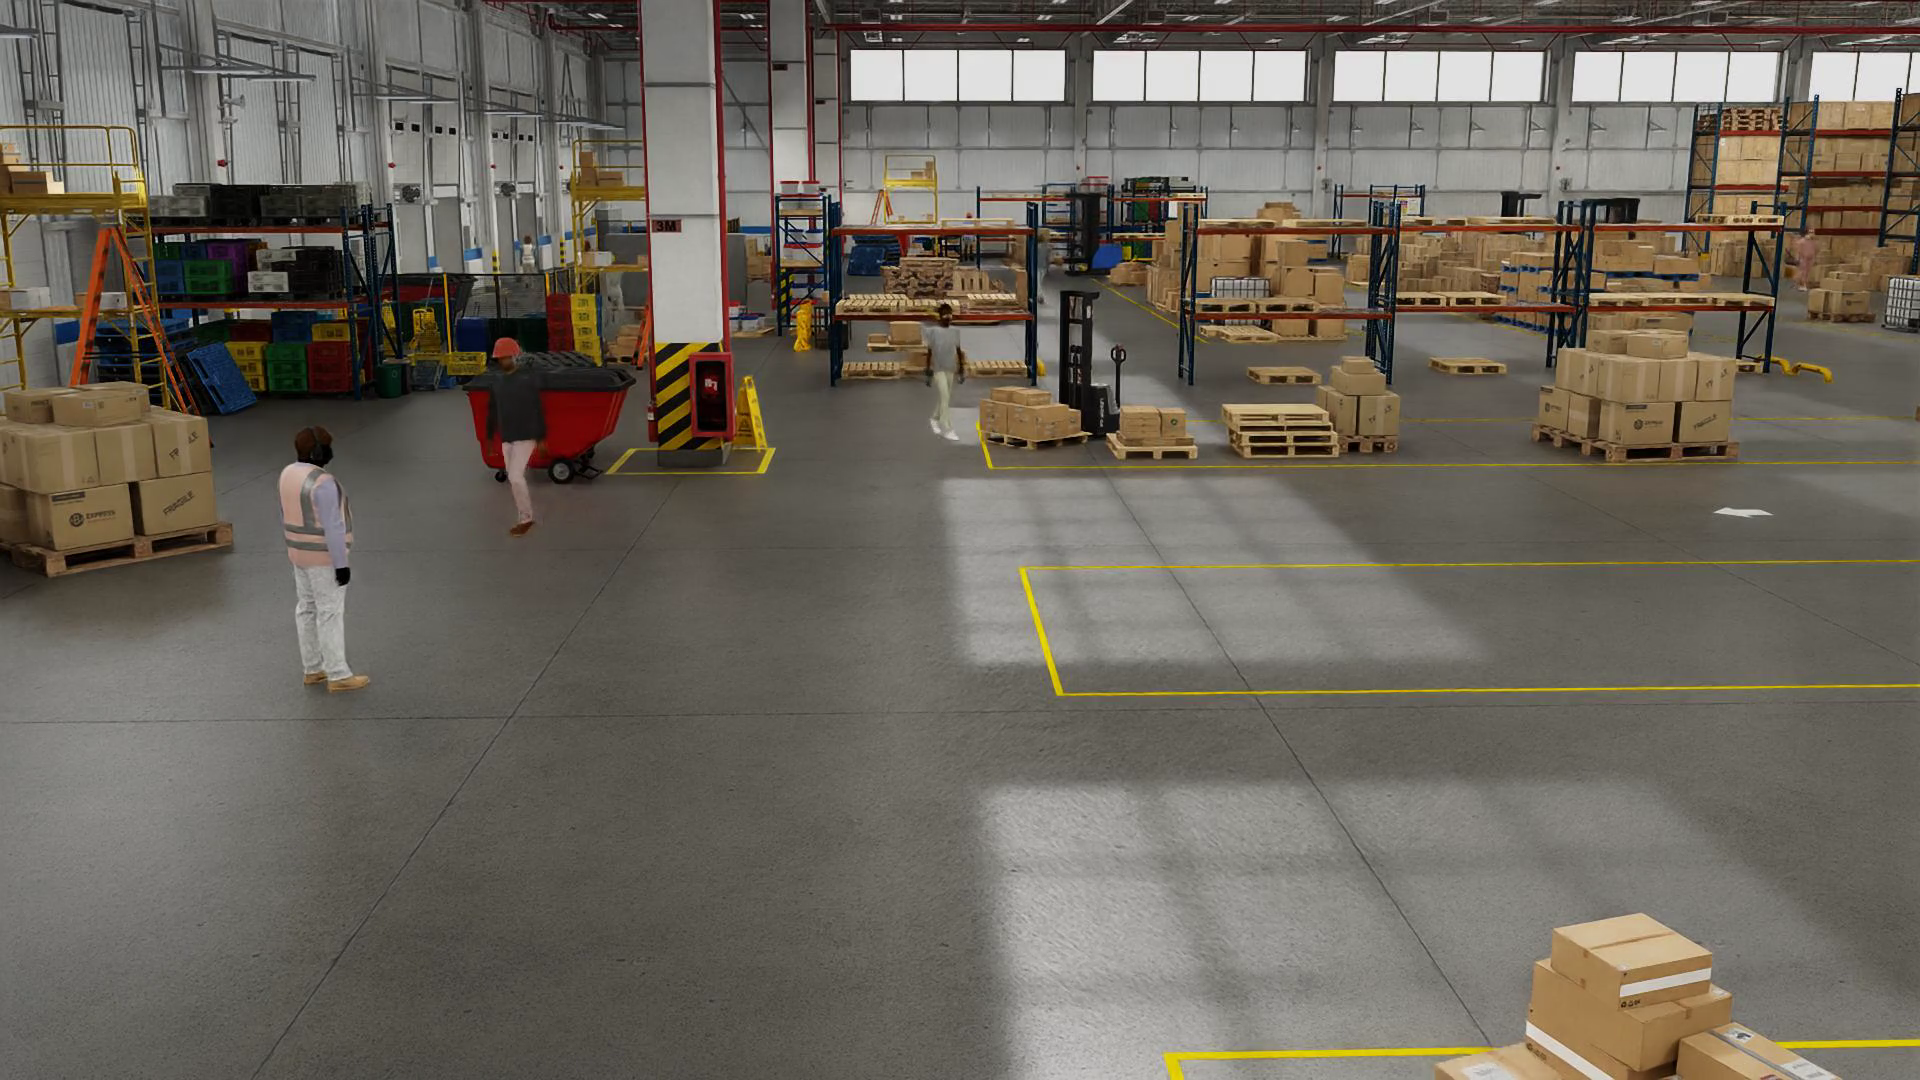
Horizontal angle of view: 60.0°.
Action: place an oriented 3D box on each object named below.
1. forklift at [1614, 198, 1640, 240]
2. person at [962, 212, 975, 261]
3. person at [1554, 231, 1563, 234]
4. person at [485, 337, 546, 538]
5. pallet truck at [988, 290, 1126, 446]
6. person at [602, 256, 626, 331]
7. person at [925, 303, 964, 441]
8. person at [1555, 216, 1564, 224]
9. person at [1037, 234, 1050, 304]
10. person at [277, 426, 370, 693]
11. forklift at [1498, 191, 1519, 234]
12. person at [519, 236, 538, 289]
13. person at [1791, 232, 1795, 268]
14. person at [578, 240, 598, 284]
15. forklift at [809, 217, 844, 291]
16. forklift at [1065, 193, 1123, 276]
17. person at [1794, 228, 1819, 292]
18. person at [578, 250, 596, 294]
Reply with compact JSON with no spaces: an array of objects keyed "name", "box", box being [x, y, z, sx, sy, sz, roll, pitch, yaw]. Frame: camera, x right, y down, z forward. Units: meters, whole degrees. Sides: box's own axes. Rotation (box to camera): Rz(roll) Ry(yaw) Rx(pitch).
[{"name":"forklift","box":[18.702,-8.223,46.848,1.873,2.768,1.129,0,12,-2]},{"name":"person","box":[0.362,-12.247,67.162,0.550,1.935,0.376,5,13,20]},{"name":"person","box":[18.085,-8.539,50.378,0.619,1.965,0.785,3,13,15]},{"name":"person","box":[-4.386,-0.990,16.240,0.649,1.972,0.592,7,14,29]},{"name":"pallet truck","box":[1.257,-2.299,22.111,1.885,1.965,0.823,-9,15,-35]},{"name":"person","box":[-7.859,-5.571,37.571,0.486,1.695,0.908,-11,17,-41]},{"name":"person","box":[-0.223,-2.298,22.482,0.526,1.841,0.909,-6,14,-27]},{"name":"person","box":[23.255,-11.716,64.801,0.472,1.923,0.708,7,14,29]},{"name":"person","box":[2.161,-7.400,45.363,0.642,1.910,0.918,-4,13,-17]},{"name":"person","box":[-4.414,0.131,11.496,0.621,1.845,0.430,10,16,39]},{"name":"forklift","box":[20.706,-11.779,62.904,1.873,2.768,1.129,0,12,-2]},{"name":"person","box":[-13.173,-8.474,50.822,0.546,1.625,0.375,-2,13,-9]},{"name":"person","box":[30.353,-10.654,60.739,0.864,1.591,0.526,-11,16,-40]},{"name":"person","box":[-9.229,-6.460,41.160,0.573,1.883,0.355,1,13,4]},{"name":"forklift","box":[-4.375,-8.619,48.637,1.873,2.768,1.129,0,12,-2]},{"name":"forklift","box":[4.601,-10.447,56.888,1.873,2.768,1.129,0,12,-2]},{"name":"person","box":[25.459,-8.403,49.928,0.688,1.883,0.605,-1,13,-6]},{"name":"person","box":[-8.588,-5.789,38.355,0.500,1.797,0.960,-7,14,-28]}]
